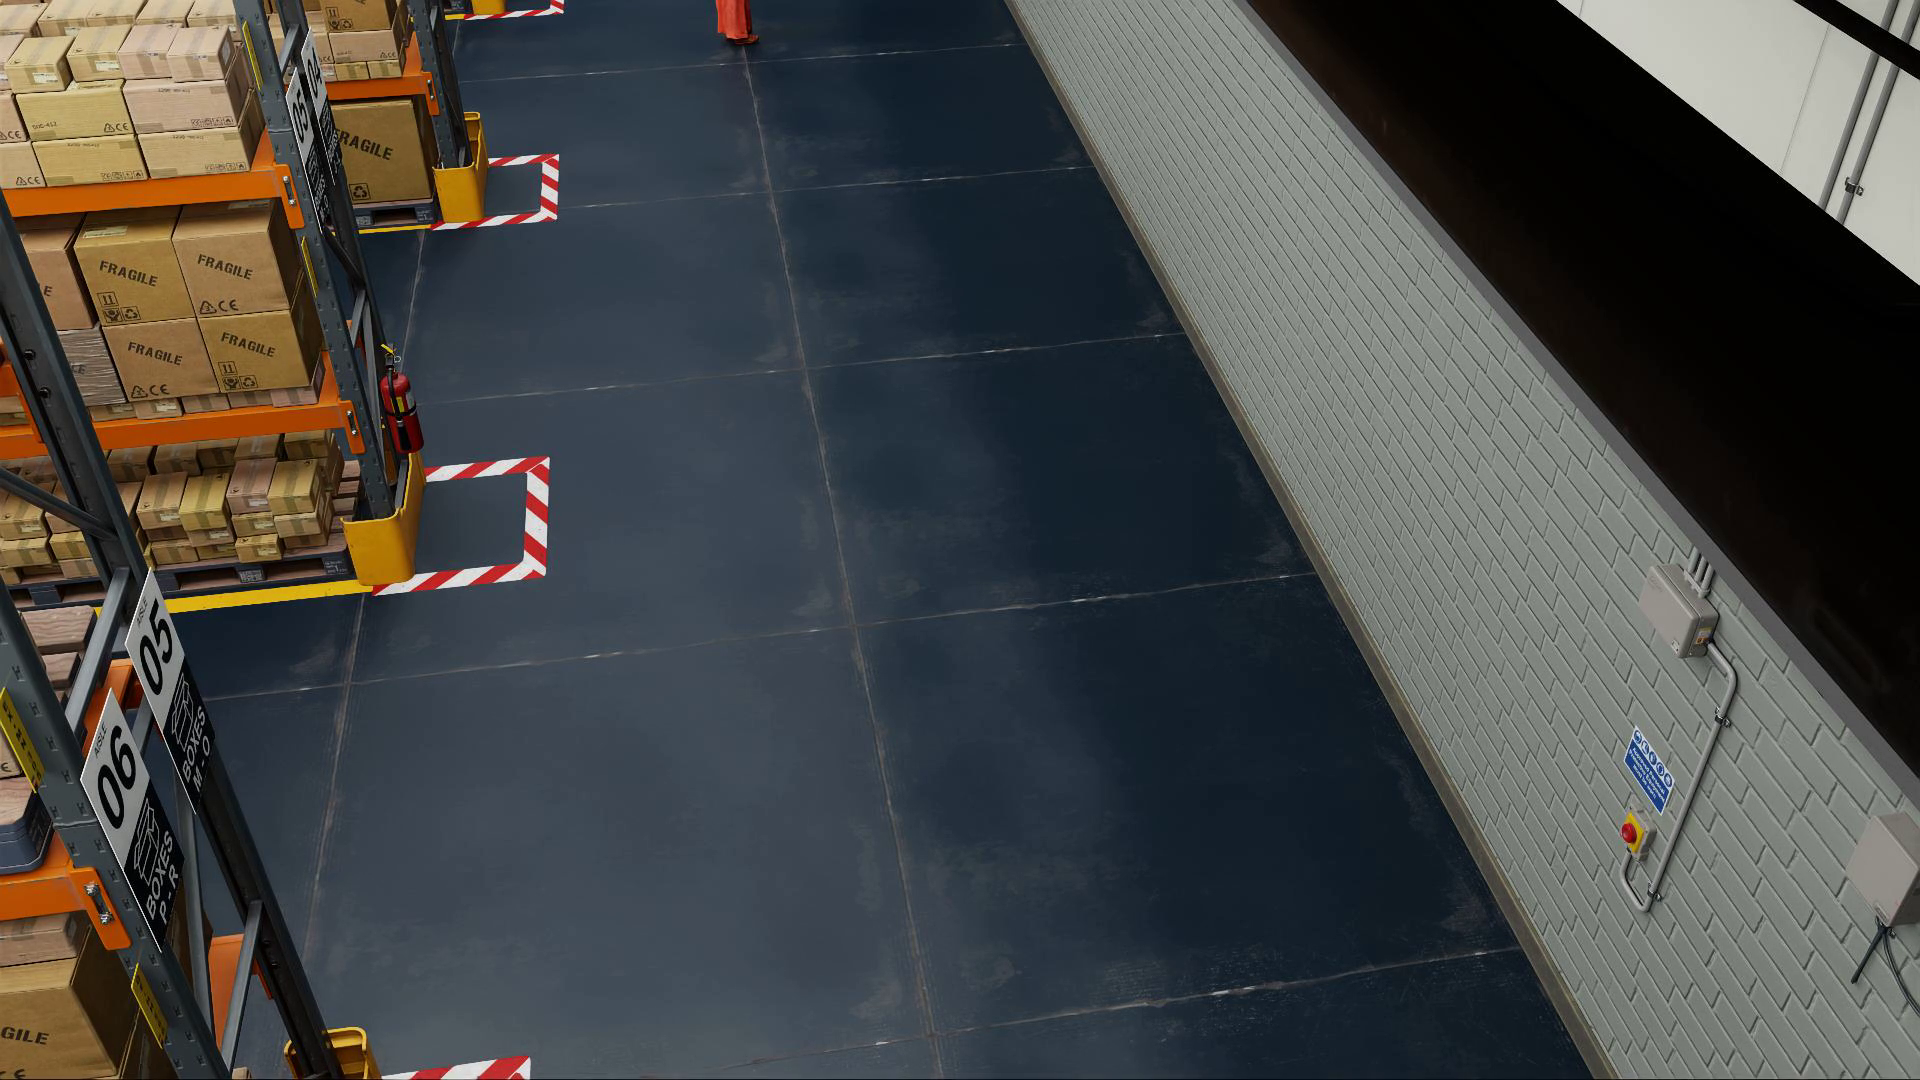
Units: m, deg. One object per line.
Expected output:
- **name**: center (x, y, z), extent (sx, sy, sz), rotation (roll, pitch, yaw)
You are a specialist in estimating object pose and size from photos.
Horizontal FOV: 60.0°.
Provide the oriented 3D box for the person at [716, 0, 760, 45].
- **person**: center (-2.361, -6.035, 17.125), extent (0.711, 1.803, 0.708), rotation (-22, 43, -26)
